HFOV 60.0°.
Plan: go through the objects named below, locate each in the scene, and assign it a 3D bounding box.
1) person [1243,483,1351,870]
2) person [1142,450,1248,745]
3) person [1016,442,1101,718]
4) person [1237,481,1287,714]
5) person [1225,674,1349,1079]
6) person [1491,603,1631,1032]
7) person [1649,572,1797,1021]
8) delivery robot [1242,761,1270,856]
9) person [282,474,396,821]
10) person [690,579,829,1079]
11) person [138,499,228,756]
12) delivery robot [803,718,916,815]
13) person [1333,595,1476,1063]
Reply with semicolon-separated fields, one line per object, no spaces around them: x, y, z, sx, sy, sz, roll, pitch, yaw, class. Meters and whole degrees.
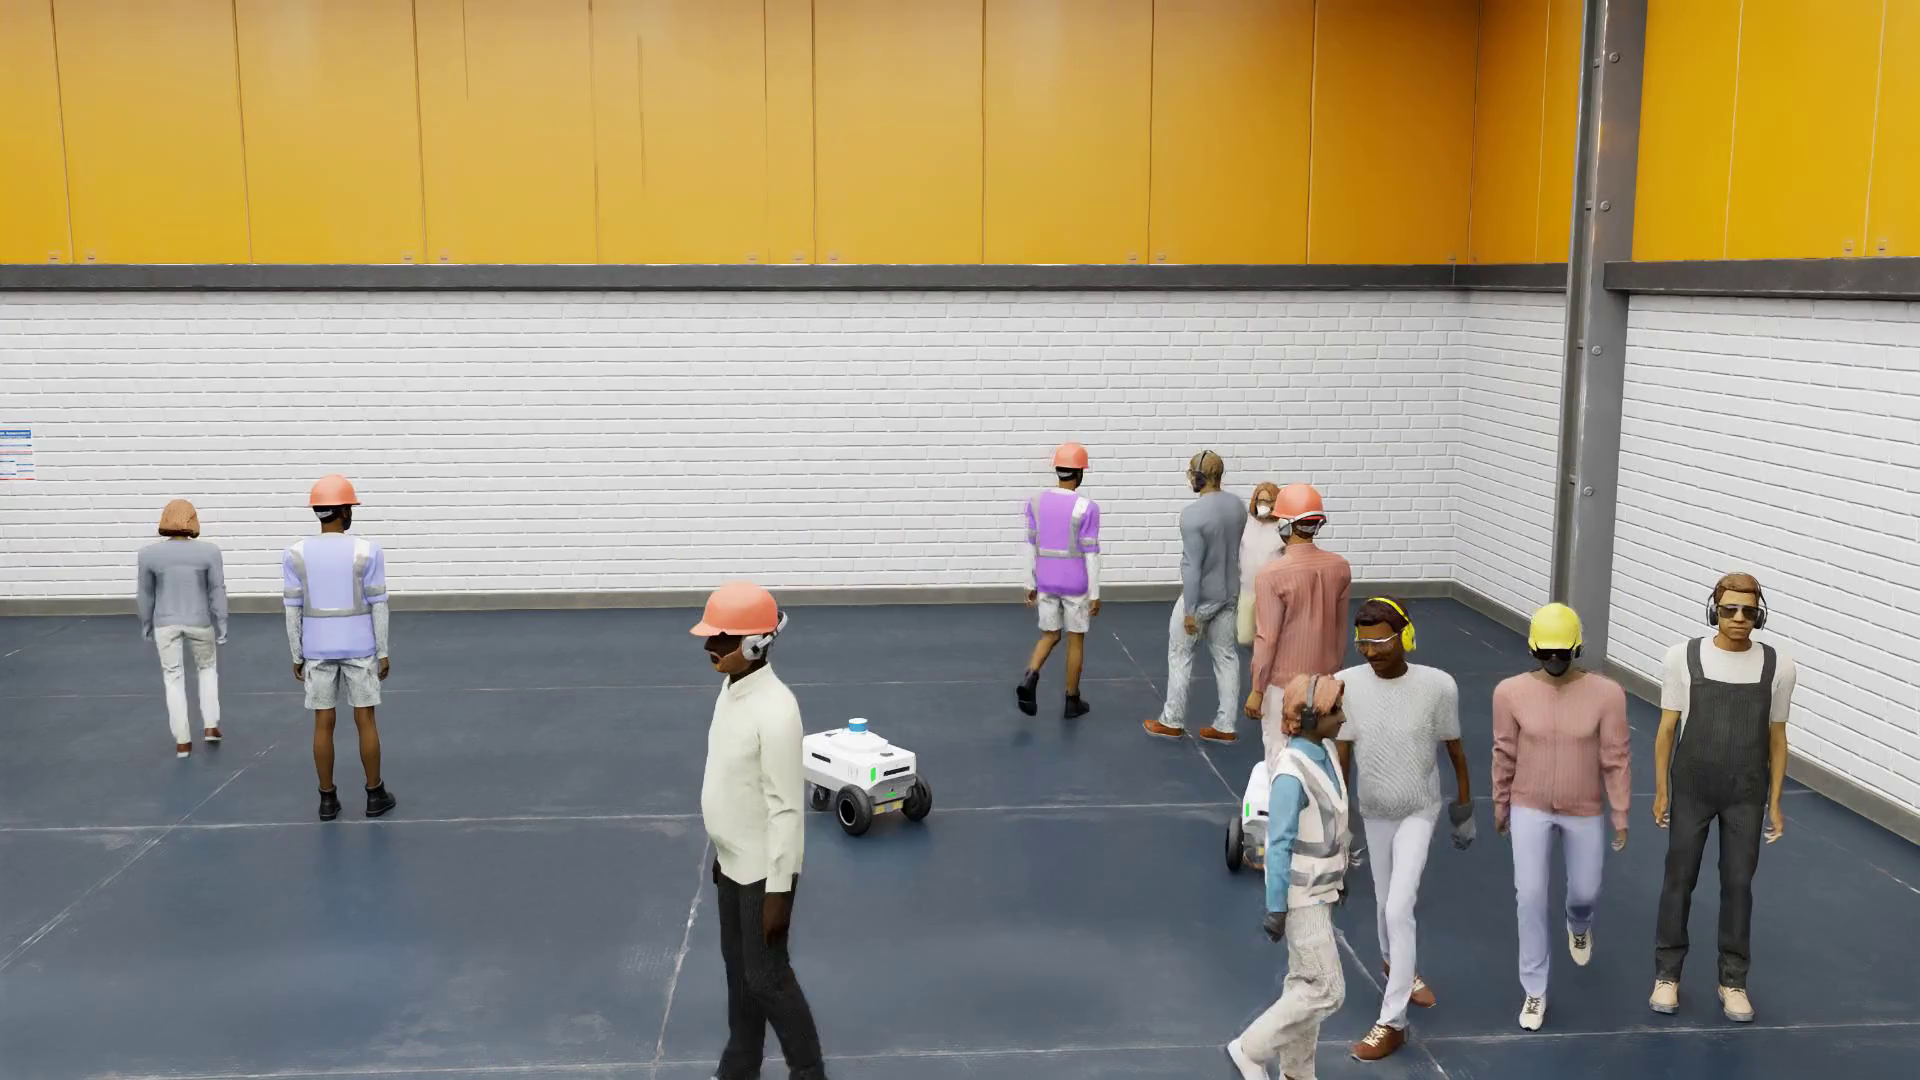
1.703;0.702;8.450;0.622;1.993;0.382;-6;11;-32;person
1.541;0.370;10.791;0.646;1.929;0.624;-8;12;-41;person
0.673;0.297;11.255;0.563;1.916;0.612;6;11;33;person
2.152;0.371;11.698;0.501;1.612;0.620;6;11;32;person
1.256;1.274;6.013;0.381;1.626;0.519;4;10;22;person
2.474;1.079;6.876;0.556;1.730;0.735;3;10;20;person
3.104;1.041;6.794;0.506;1.846;0.346;3;9;17;person
1.665;1.345;8.627;0.477;0.478;0.707;2;9;15;delivery robot
-3.460;0.600;9.282;0.547;1.934;0.376;-1;9;-9;person
-0.738;1.119;5.867;0.422;2.002;0.616;-4;10;-24;person
-4.941;0.547;10.600;0.519;1.611;0.506;-4;10;-22;person
-0.569;1.240;9.286;0.477;0.478;0.707;-7;12;-40;delivery robot
1.762;1.088;6.646;0.524;1.815;0.819;5;11;31;person
